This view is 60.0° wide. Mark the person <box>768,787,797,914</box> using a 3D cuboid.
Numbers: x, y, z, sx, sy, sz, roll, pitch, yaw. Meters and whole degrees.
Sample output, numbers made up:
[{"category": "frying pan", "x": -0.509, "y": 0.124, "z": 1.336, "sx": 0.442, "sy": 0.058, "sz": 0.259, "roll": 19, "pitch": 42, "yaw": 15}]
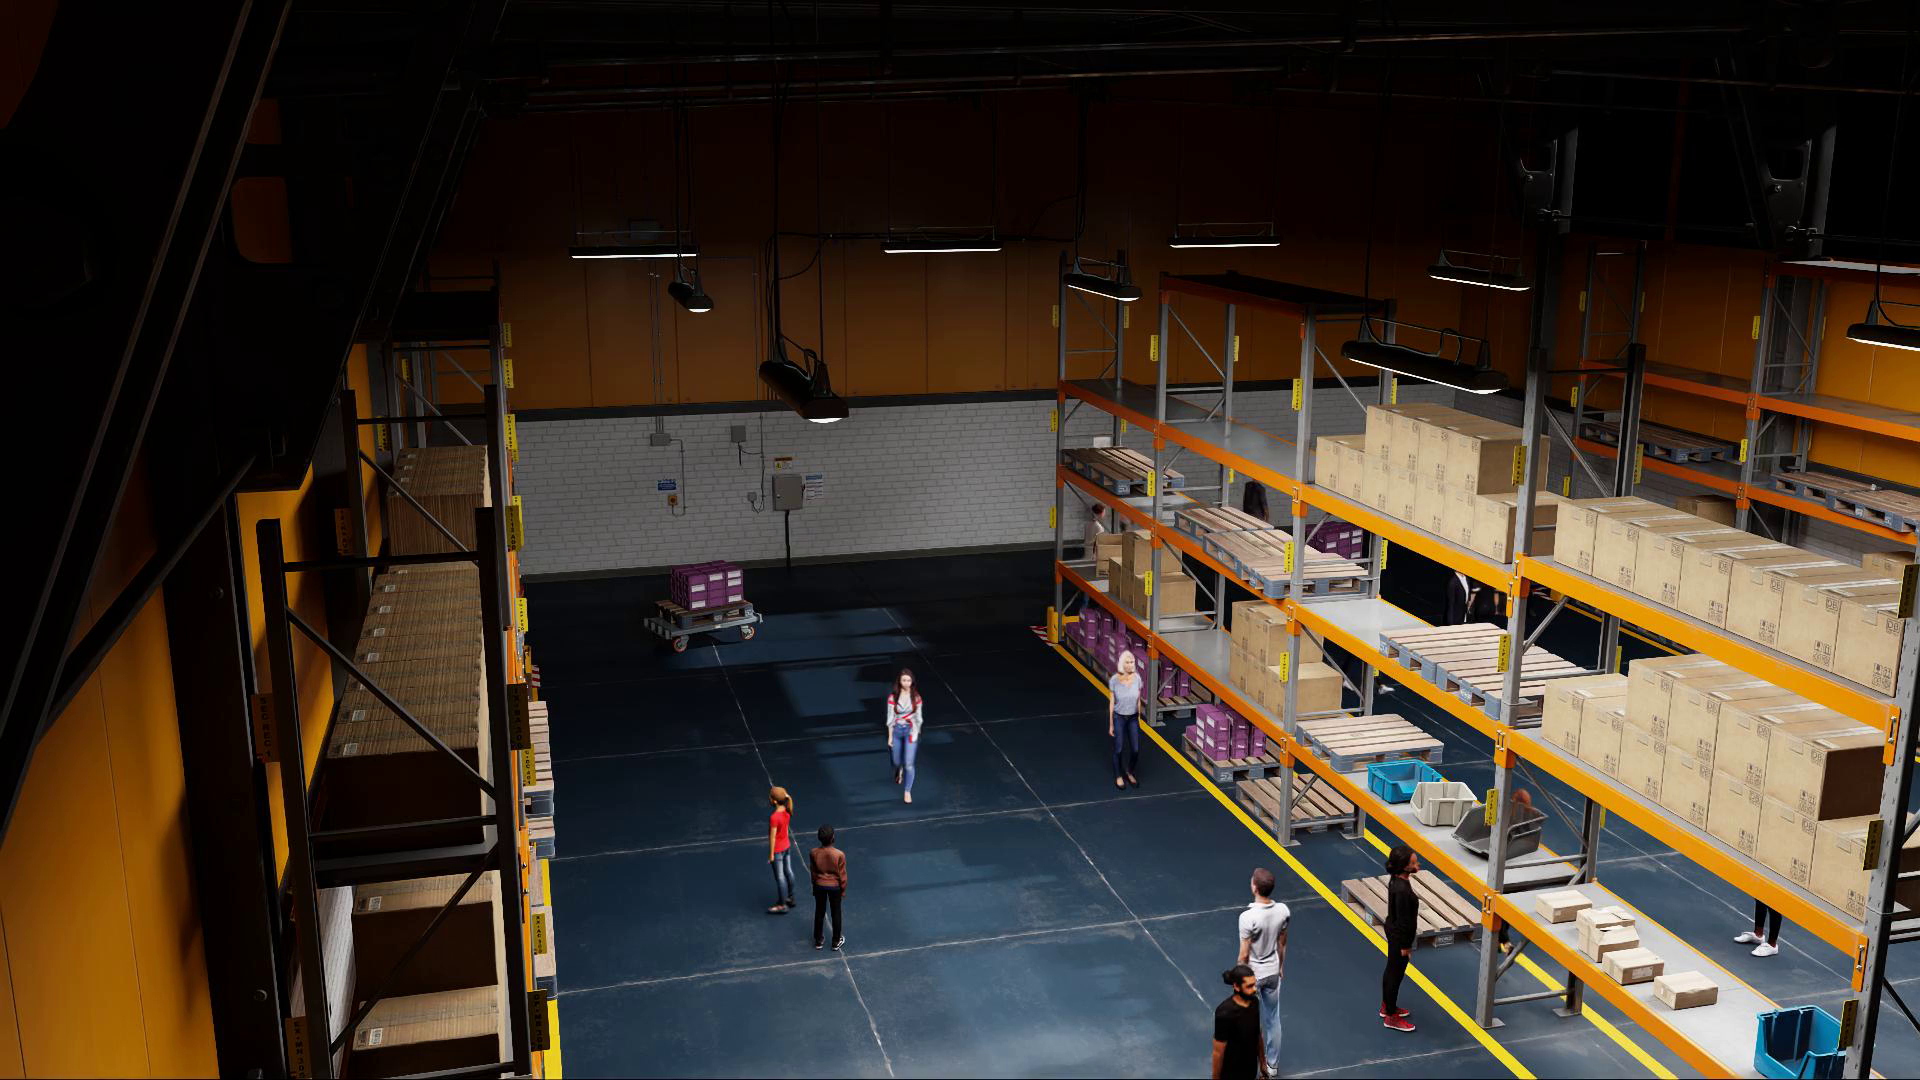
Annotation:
[{"category": "person", "x": -1.801, "y": 3.114, "z": 16.782, "sx": 0.615, "sy": 1.306, "sz": 0.546, "roll": 6, "pitch": 15, "yaw": 24}]

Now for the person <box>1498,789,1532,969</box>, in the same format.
[{"category": "person", "x": 5.165, "y": 3.192, "z": 15.622, "sx": 0.734, "sy": 1.700, "sz": 1.027, "roll": -1, "pitch": 14, "yaw": -2}]

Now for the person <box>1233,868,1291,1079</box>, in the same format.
[{"category": "person", "x": 2.476, "y": 3.580, "z": 13.697, "sx": 0.700, "sy": 1.852, "sz": 0.635, "roll": -8, "pitch": 16, "yaw": -29}]

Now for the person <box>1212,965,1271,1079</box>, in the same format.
[{"category": "person", "x": 1.986, "y": 3.956, "z": 12.403, "sx": 1.134, "sy": 1.730, "sz": 1.016, "roll": 10, "pitch": 17, "yaw": 36}]

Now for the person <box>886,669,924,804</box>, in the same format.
[{"category": "person", "x": -0.659, "y": 2.272, "z": 19.637, "sx": 0.693, "sy": 1.599, "sz": 0.853, "roll": 0, "pitch": 14, "yaw": -2}]

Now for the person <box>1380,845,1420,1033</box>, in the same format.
[{"category": "person", "x": 3.843, "y": 3.460, "z": 14.568, "sx": 0.728, "sy": 1.675, "sz": 0.602, "roll": 2, "pitch": 14, "yaw": 6}]

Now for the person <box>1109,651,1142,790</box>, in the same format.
[{"category": "person", "x": 1.940, "y": 2.134, "z": 19.969, "sx": 0.597, "sy": 1.712, "sz": 0.585, "roll": -2, "pitch": 14, "yaw": -9}]

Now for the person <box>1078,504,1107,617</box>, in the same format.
[{"category": "person", "x": 2.110, "y": 0.361, "z": 26.974, "sx": 0.752, "sy": 1.859, "sz": 0.990, "roll": -4, "pitch": 14, "yaw": -18}]

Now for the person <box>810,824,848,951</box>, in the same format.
[{"category": "person", "x": -1.275, "y": 3.331, "z": 16.002, "sx": 0.580, "sy": 1.252, "sz": 0.589, "roll": 3, "pitch": 14, "yaw": 11}]
